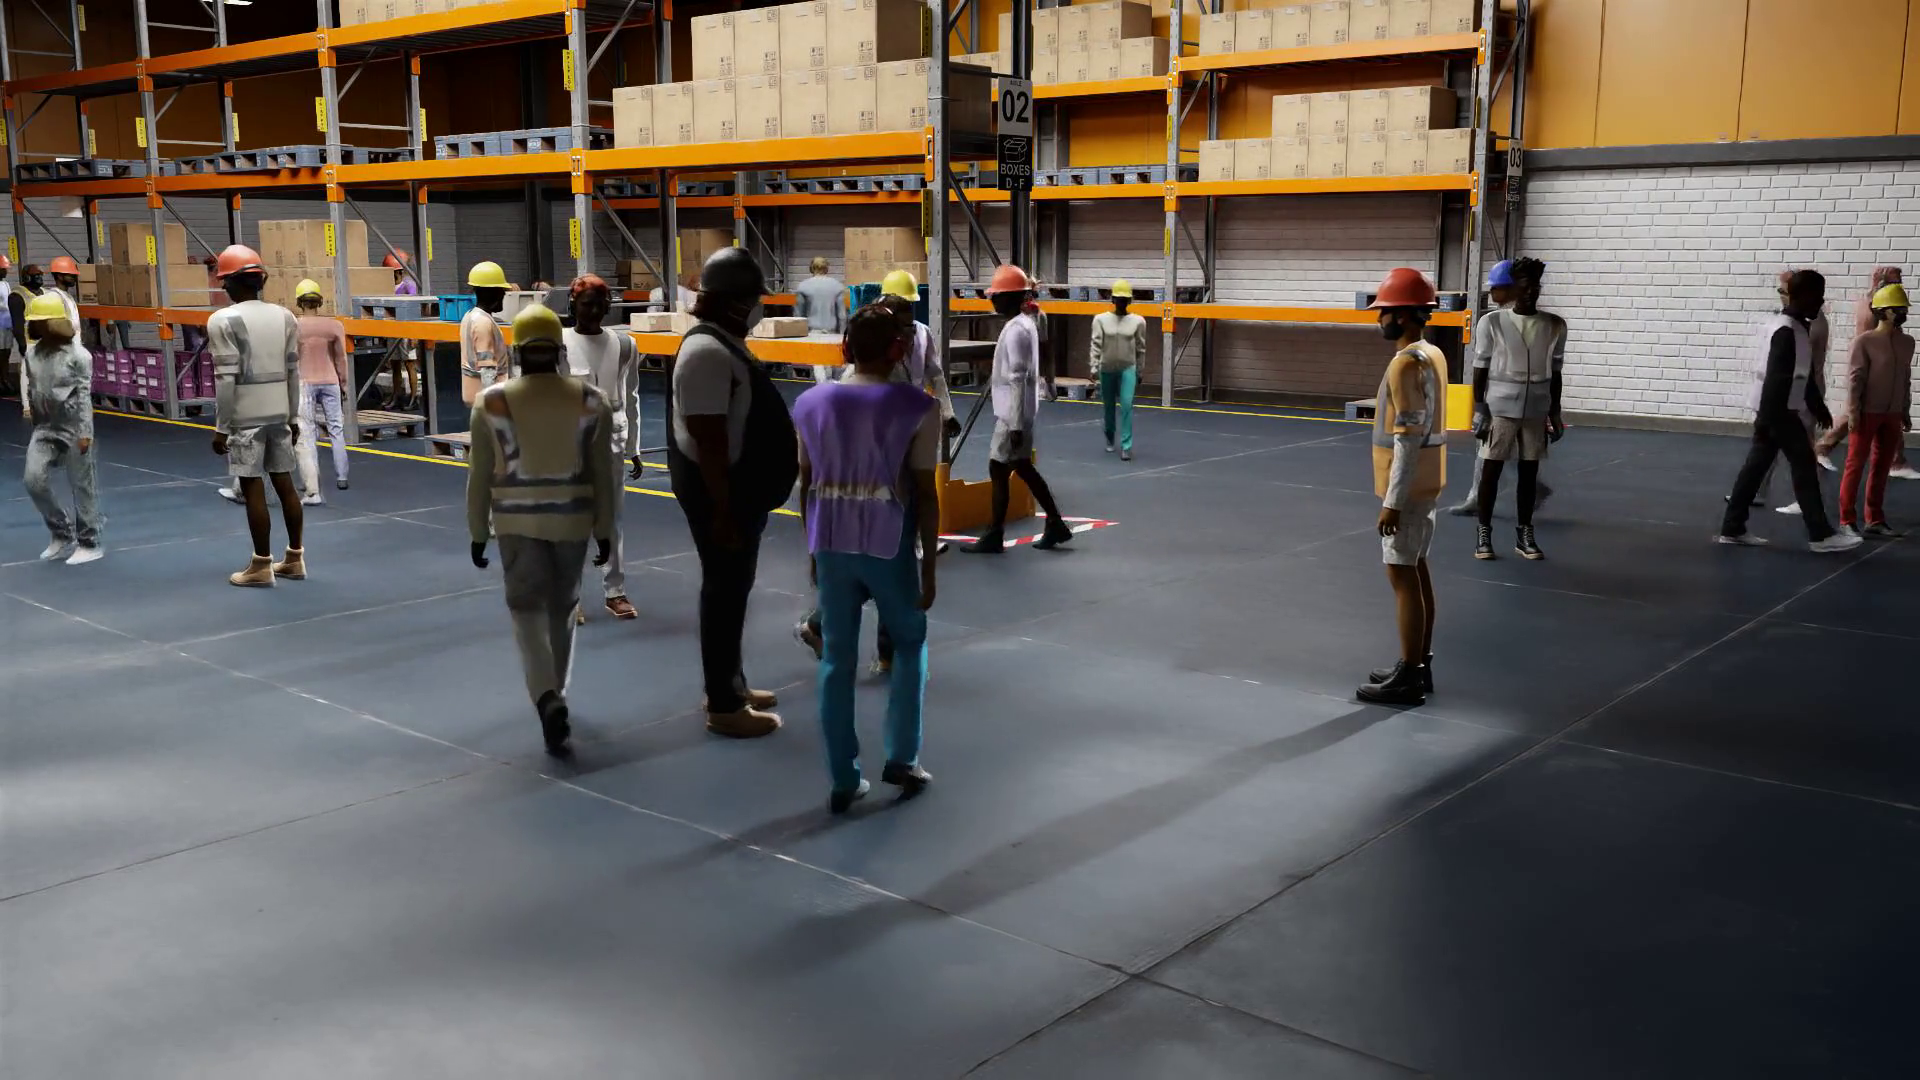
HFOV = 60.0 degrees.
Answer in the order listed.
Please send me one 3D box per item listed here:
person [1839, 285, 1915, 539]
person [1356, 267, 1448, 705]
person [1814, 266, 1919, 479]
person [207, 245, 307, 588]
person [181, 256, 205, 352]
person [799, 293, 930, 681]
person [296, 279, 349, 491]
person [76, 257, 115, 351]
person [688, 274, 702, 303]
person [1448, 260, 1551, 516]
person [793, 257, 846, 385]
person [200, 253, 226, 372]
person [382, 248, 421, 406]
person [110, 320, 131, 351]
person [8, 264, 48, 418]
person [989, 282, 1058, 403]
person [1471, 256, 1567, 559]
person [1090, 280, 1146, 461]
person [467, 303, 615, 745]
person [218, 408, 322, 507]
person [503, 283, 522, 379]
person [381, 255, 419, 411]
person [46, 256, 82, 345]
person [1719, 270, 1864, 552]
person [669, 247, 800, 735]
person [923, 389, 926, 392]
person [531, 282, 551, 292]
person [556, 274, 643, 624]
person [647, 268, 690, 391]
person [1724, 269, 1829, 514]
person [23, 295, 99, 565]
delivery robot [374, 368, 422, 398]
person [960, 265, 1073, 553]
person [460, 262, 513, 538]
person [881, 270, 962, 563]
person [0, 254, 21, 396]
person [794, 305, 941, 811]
[{"bbox_3d":[6.414,-0.887,11.603,0.530,1.772,0.303,-3,10,-17],"label":"person"},{"bbox_3d":[1.962,-0.235,7.409,0.376,1.936,0.549,5,11,27],"label":"person"},{"bbox_3d":[8.106,-1.495,14.780,0.960,1.870,0.635,6,12,30],"label":"person"},{"bbox_3d":[-4.234,-0.735,9.966,0.395,2.038,0.615,5,11,25],"label":"person"},{"bbox_3d":[-10.899,-3.083,23.704,0.409,1.913,0.642,-9,14,-43],"label":"person"},{"bbox_3d":[-0.432,-0.233,7.727,0.531,1.826,0.552,5,11,26],"label":"person"},{"bbox_3d":[-5.370,-1.279,13.853,0.533,1.765,0.330,-8,12,-37],"label":"person"},{"bbox_3d":[-12.382,-3.128,23.900,0.627,1.933,0.371,5,11,28],"label":"person"},{"bbox_3d":[-4.093,-3.320,25.866,0.277,1.629,0.496,7,12,33],"label":"person"},{"bbox_3d":[4.047,-1.114,12.417,0.633,1.934,0.631,0,10,0],"label":"person"},{"bbox_3d":[-1.831,-2.669,21.360,0.647,1.899,0.880,-5,11,-24],"label":"person"},{"bbox_3d":[-10.206,-2.932,22.733,0.368,1.952,0.740,-3,11,-19],"label":"person"},{"bbox_3d":[-7.104,-2.710,21.315,0.555,2.059,0.623,-5,11,-27],"label":"person"},{"bbox_3d":[-13.867,-3.578,27.312,0.506,1.632,0.268,-9,13,-42],"label":"person"},{"bbox_3d":[-11.070,-2.380,19.941,0.430,1.835,0.621,2,10,9],"label":"person"},{"bbox_3d":[0.518,-1.353,14.136,0.532,1.825,0.972,-3,10,-18],"label":"person"},{"bbox_3d":[3.632,-0.850,10.831,0.600,1.967,0.367,0,10,1],"label":"person"},{"bbox_3d":[1.540,-1.674,16.213,0.526,1.725,0.894,1,10,6],"label":"person"},{"bbox_3d":[-1.724,-0.075,6.894,0.592,1.805,0.832,-4,11,-23],"label":"person"},{"bbox_3d":[-5.401,-1.044,13.008,0.866,1.592,0.520,4,11,21],"label":"person"},{"bbox_3d":[-4.983,-2.062,18.677,0.271,1.632,0.503,3,10,18],"label":"person"},{"bbox_3d":[-6.974,-2.558,20.656,0.545,1.933,0.376,5,11,26],"label":"person"},{"bbox_3d":[-9.436,-2.025,17.612,0.378,1.932,0.551,-3,10,-15],"label":"person"},{"bbox_3d":[5.621,-0.851,11.117,0.954,1.871,0.615,5,11,24],"label":"person"},{"bbox_3d":[-0.940,-0.218,7.022,0.535,2.000,0.702,0,10,-1],"label":"person"},{"bbox_3d":[-0.840,-2.667,22.063,0.873,1.654,0.551,7,12,36],"label":"person"},{"bbox_3d":[-5.034,-2.289,20.011,0.714,1.606,0.530,6,11,29],"label":"person"},{"bbox_3d":[-1.996,-0.490,9.016,0.575,1.884,0.355,-6,11,-30],"label":"person"},{"bbox_3d":[-4.083,-2.920,23.104,0.631,1.786,0.904,-6,12,-32],"label":"person"},{"bbox_3d":[6.225,-1.110,12.616,0.768,1.869,0.681,4,11,20],"label":"person"},{"bbox_3d":[-5.743,-0.692,10.624,0.485,1.730,0.386,2,10,9],"label":"person"},{"bbox_3d":[-7.194,-2.044,21.377,0.707,0.478,0.477,6,12,32],"label":"delivery robot"},{"bbox_3d":[0.384,-0.850,11.013,0.621,1.943,0.554,2,10,10],"label":"person"},{"bbox_3d":[-3.294,-0.977,11.666,0.371,1.925,0.595,-4,11,-23],"label":"person"},{"bbox_3d":[-0.332,-0.790,10.757,0.596,1.869,0.986,-10,14,-44],"label":"person"},{"bbox_3d":[-13.192,-2.960,22.937,0.374,1.934,0.549,-1,10,-4],"label":"person"},{"bbox_3d":[-0.333,0.064,6.065,0.569,1.815,0.557,3,10,14],"label":"person"}]
